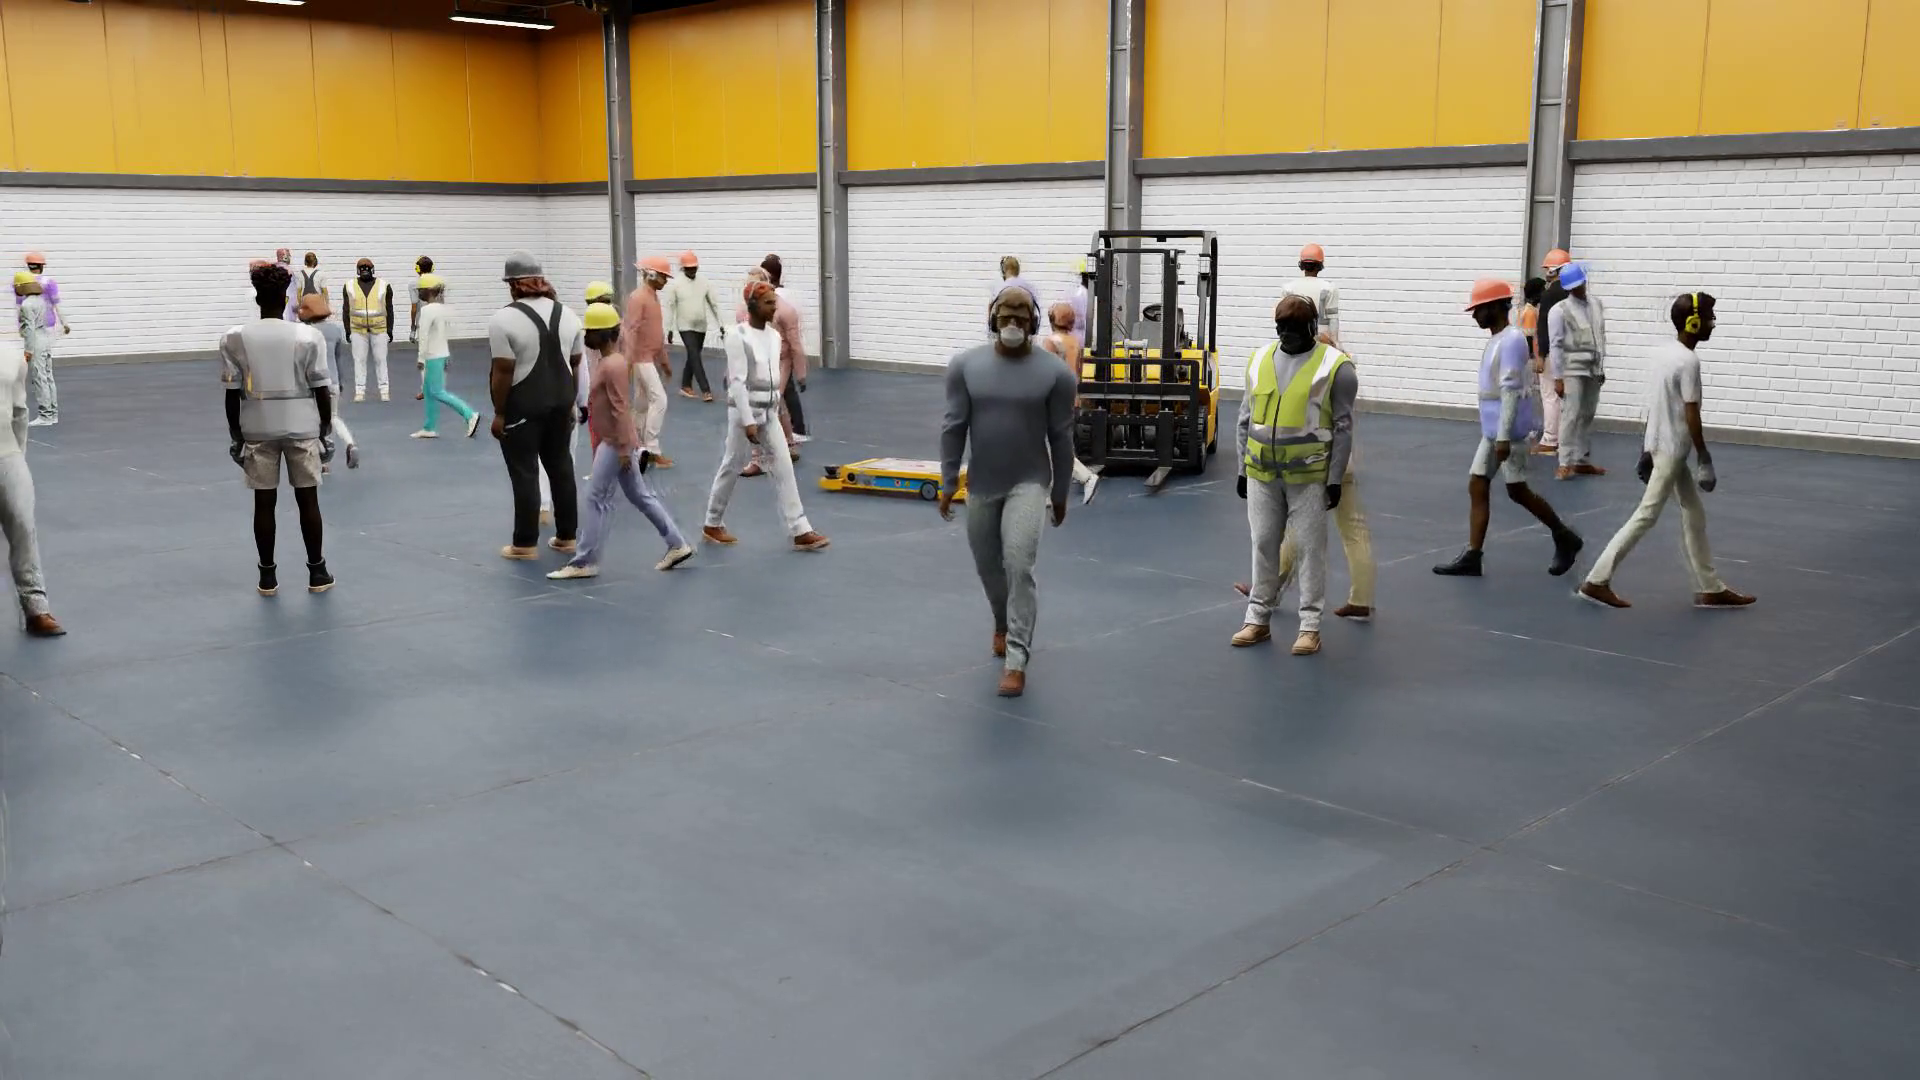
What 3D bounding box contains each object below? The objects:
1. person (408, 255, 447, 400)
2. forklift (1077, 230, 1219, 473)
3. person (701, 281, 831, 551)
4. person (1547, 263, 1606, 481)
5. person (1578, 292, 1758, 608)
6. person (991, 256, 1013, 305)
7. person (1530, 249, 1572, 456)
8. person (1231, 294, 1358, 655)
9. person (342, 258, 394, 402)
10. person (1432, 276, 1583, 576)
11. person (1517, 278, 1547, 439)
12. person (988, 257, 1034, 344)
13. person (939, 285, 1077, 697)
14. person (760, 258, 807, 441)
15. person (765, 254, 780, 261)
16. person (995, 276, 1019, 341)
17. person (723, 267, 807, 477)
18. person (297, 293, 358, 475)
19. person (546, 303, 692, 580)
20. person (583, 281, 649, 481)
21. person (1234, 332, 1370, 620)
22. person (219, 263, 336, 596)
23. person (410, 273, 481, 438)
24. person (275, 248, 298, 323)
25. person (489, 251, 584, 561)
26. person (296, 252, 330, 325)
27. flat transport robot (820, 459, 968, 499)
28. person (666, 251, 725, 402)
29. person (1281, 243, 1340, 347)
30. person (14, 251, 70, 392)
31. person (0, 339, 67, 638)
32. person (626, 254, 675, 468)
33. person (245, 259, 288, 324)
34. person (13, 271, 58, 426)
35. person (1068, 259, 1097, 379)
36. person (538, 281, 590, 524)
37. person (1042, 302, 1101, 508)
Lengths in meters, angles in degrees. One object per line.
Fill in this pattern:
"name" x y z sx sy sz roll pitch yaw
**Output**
"person" -6.918 -2.748 21.609 0.328 1.867 0.514 10 14 42
"forklift" 1.804 -1.825 15.677 1.214 2.155 2.313 2 11 13
"person" -1.383 -0.832 11.285 1.008 1.834 0.581 7 13 34
"person" 5.445 -1.449 14.555 0.775 1.869 0.374 -5 12 -27
"person" 4.049 -0.494 9.447 0.983 1.830 0.524 2 11 11
"person" 0.633 -2.887 22.396 0.394 1.855 0.560 9 14 40
"person" 5.782 -1.821 16.200 0.622 1.992 0.395 -9 14 -42
"person" 1.691 -0.336 8.531 0.624 1.840 0.429 7 13 34
"person" -7.580 -2.686 21.333 0.626 1.846 0.429 -3 11 -16
"person" 3.478 -0.696 10.381 0.893 1.890 0.611 1 10 3
"person" 5.993 -1.912 17.531 0.320 1.694 0.531 4 11 21
"person" 0.609 -2.506 20.290 1.092 1.873 0.660 10 14 42
"person" 0.247 -0.270 8.008 0.638 1.909 0.916 2 11 13
"person" -2.002 -1.935 17.115 0.896 1.881 0.614 -2 10 -8
"person" -3.003 -3.563 26.124 0.388 1.837 0.564 -1 10 -6
"person" 0.641 -2.607 21.376 0.537 1.671 0.509 -8 13 -36
"person" -1.741 -1.529 15.036 0.670 1.854 1.013 8 13 36
"person" -5.651 -1.373 14.745 0.504 1.617 0.521 6 12 31
"person" -2.125 -0.623 10.408 0.901 1.726 0.541 -3 11 -14
"person" -3.010 -1.349 14.308 0.568 1.749 0.531 7 12 32
"person" 1.977 -0.360 9.303 0.812 1.590 0.519 10 14 44
"person" -4.032 -0.647 9.878 0.610 1.965 0.364 -3 11 -15
"person" -5.426 -1.913 17.396 0.736 1.740 0.528 0 10 -1
"person" -11.700 -4.111 28.928 0.643 1.909 0.409 8 13 38
"person" -2.853 -0.895 11.022 0.536 2.000 0.688 8 13 38
"person" -10.908 -3.926 28.087 0.514 1.844 0.333 -1 10 -4
"flat transport robot" -0.386 -0.521 13.814 1.431 0.197 0.652 6 12 28
"person" -3.442 -2.768 21.572 0.717 1.929 1.051 -7 12 -32
"person" 3.584 -2.005 17.059 0.607 2.048 0.370 5 11 24
"person" -12.450 -2.966 22.654 0.560 1.919 0.602 1 10 4
"person" -5.287 -0.433 8.920 0.996 1.900 0.632 7 12 33
"person" -2.817 -1.634 15.266 0.677 1.957 0.663 1 10 6
"person" -7.599 -2.160 18.402 0.543 1.872 0.589 3 11 15
"person" -10.427 -2.152 18.716 0.311 1.736 0.483 -2 11 -10
"person" 1.467 -2.182 18.459 0.964 1.875 0.617 0 10 1
"person" -3.137 -1.056 12.587 0.649 1.787 0.959 -3 11 -14
"person" 0.817 -1.040 12.954 0.606 1.614 0.546 6 12 28
